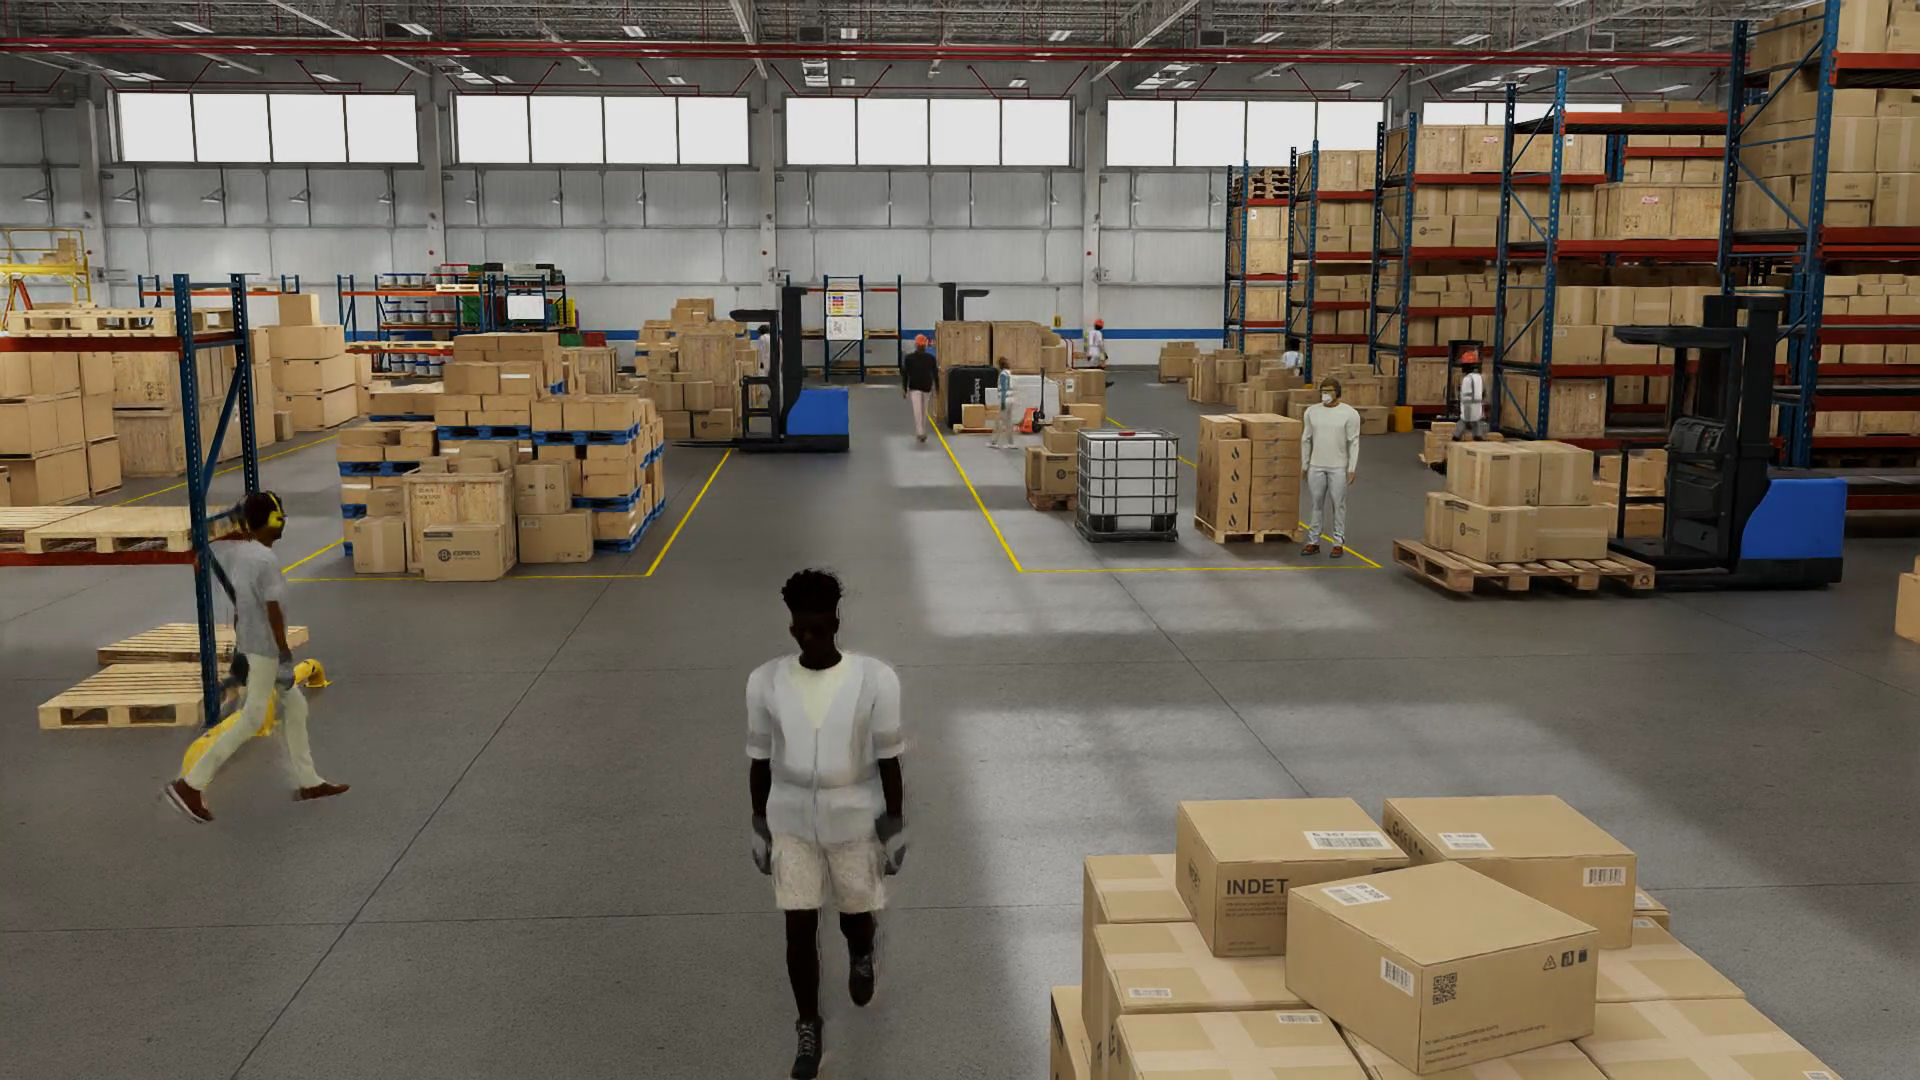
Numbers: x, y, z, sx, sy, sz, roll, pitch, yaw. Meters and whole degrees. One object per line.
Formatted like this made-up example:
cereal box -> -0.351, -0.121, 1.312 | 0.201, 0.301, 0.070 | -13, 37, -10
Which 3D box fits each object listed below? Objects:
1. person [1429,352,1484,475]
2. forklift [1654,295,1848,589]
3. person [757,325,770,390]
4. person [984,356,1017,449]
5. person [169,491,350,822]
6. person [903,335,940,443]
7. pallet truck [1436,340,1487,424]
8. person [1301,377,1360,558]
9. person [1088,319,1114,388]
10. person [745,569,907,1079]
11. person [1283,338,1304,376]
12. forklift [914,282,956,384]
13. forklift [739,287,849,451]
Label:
person -> 7.540, -1.867, 24.858 | 0.548, 1.879, 1.001 | -8, 12, -42
forklift -> 7.554, -0.988, 16.233 | 1.873, 2.768, 1.129 | -1, 9, -4
person -> -4.804, -4.402, 41.052 | 0.769, 1.799, 0.702 | 7, 11, 37
person -> 0.710, -2.384, 28.958 | 0.653, 1.611, 0.570 | 3, 9, 17
person -> -3.995, 0.640, 9.351 | 0.929, 1.826, 0.519 | -7, 11, -37
person -> -0.684, -2.741, 30.183 | 0.644, 1.937, 1.012 | -3, 9, -17
pallet truck -> 8.004, -2.170, 26.422 | 0.823, 1.965, 1.885 | 2, 9, 14
person -> 3.961, -0.781, 17.882 | 0.635, 1.938, 0.359 | 6, 11, 31
person -> 3.664, -4.934, 44.200 | 0.983, 1.869, 0.544 | -3, 9, -17
person -> -0.506, 1.050, 6.375 | 0.622, 1.938, 0.705 | 1, 9, 5
person -> 7.226, -3.507, 35.856 | 0.538, 1.666, 0.710 | 8, 12, 40
forklift -> -0.311, -5.566, 44.978 | 1.873, 2.768, 1.129 | -1, 9, -4
forklift -> -2.857, -2.959, 28.608 | 1.873, 2.768, 1.129 | -1, 9, -4
